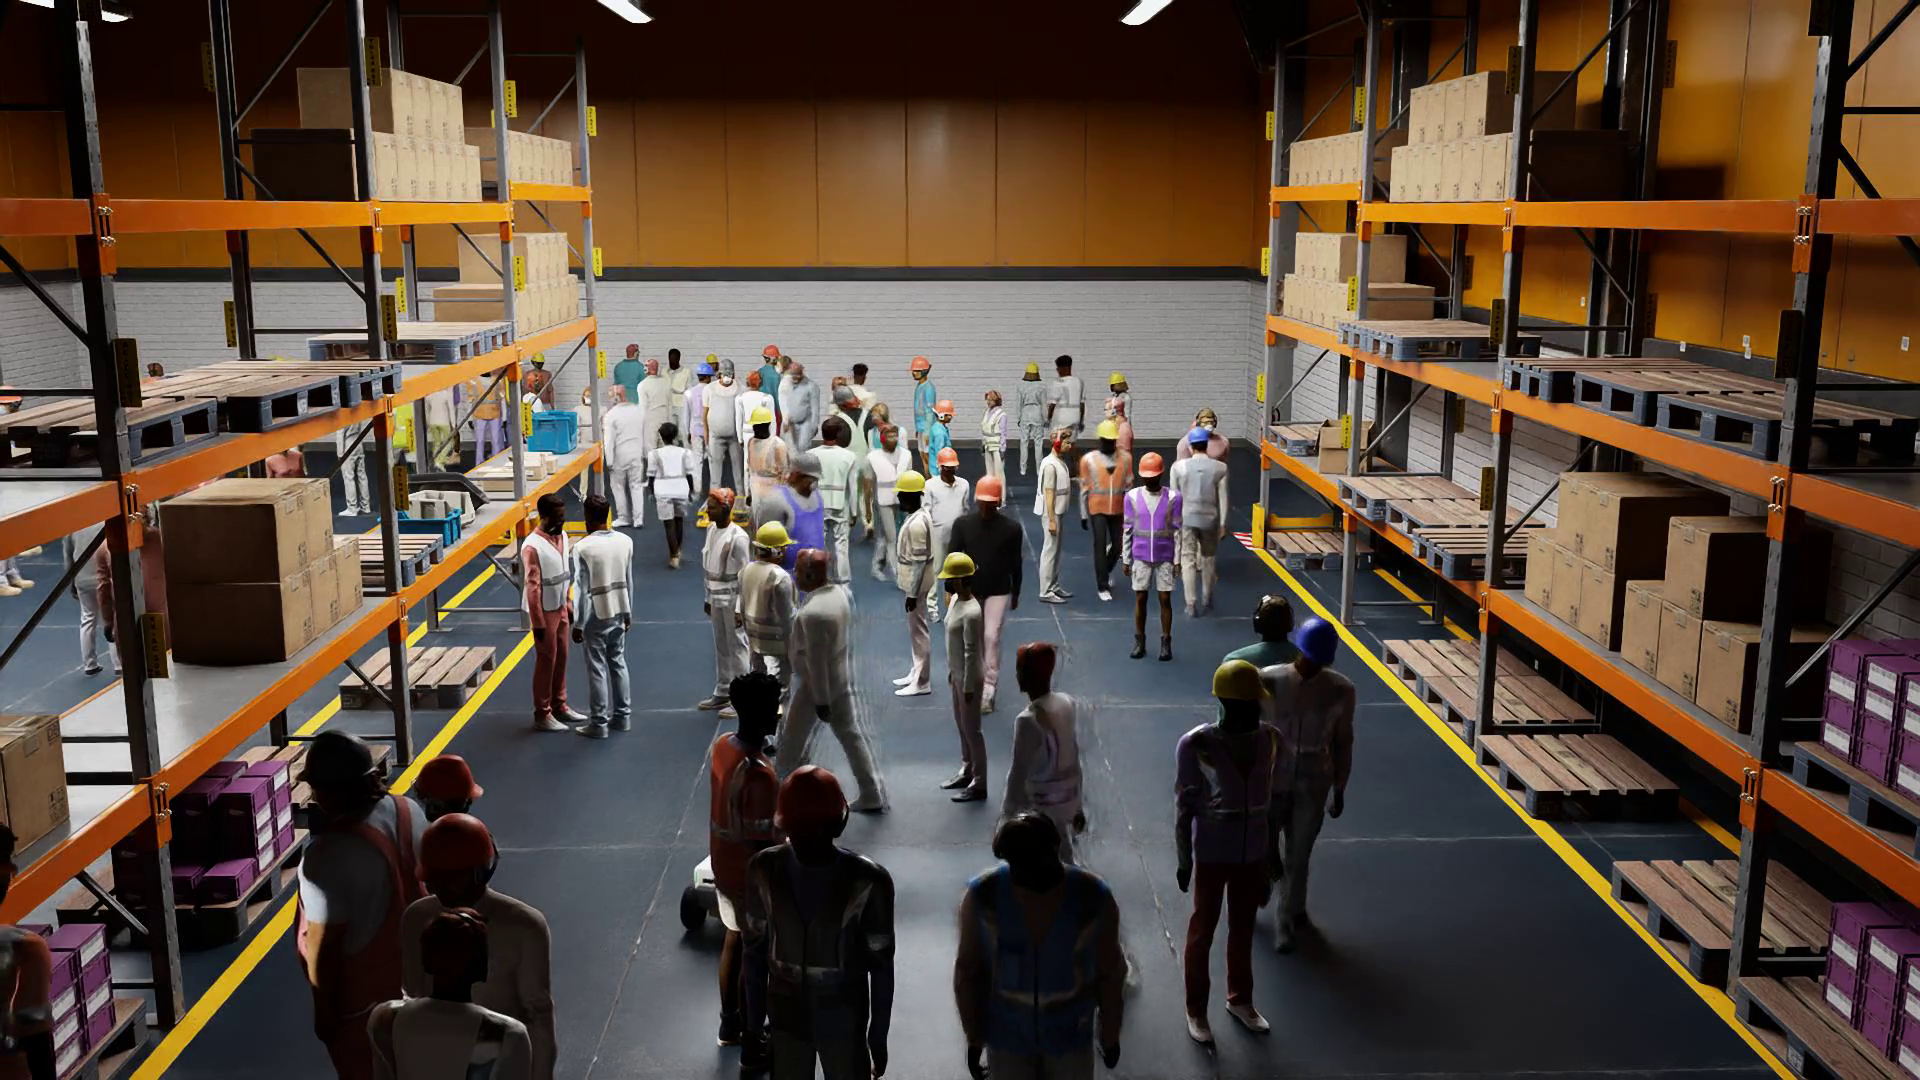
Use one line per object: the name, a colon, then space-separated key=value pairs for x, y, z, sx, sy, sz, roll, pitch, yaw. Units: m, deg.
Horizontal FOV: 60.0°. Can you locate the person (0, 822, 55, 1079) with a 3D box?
person: x=-3.510 y=1.981 z=5.920 sx=0.633 sy=1.950 sz=0.583 roll=2 pitch=11 yaw=8

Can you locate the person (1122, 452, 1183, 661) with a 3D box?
person: x=1.752 y=0.150 z=15.189 sx=0.549 sy=1.924 sz=0.388 roll=2 pitch=12 yaw=12

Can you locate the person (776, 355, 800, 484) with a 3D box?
person: x=-2.564 y=-1.811 z=25.000 sx=0.378 sy=1.930 sz=0.641 roll=0 pitch=11 yaw=-2

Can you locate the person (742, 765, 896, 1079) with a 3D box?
person: x=-0.551 y=1.843 z=6.387 sx=0.607 sy=2.044 sz=0.378 roll=3 pitch=12 yaw=13

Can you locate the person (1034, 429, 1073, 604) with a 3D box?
person: x=0.979 y=-0.254 z=17.427 sx=0.393 sy=1.836 sz=0.560 roll=3 pitch=12 yaw=14

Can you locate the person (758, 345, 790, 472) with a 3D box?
person: x=-2.945 y=-2.050 z=26.028 sx=0.381 sy=1.994 sz=0.619 roll=-9 pitch=14 yaw=-38

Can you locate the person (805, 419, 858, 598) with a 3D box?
person: x=-1.371 y=-0.324 z=17.608 sx=0.590 sy=1.908 sz=0.402 roll=1 pitch=11 yaw=3

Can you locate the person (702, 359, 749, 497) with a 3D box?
person: x=-3.279 y=-1.545 z=23.377 sx=0.680 sy=2.000 sz=0.535 roll=-1 pitch=11 yaw=-6

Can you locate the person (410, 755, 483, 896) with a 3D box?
person: x=-2.270 y=1.791 z=7.404 sx=0.364 sy=1.743 sz=0.569 roll=-1 pitch=11 yaw=-3

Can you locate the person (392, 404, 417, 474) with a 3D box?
person: x=-7.864 y=-1.370 z=23.505 sx=0.534 sy=1.644 sz=0.905 roll=-8 pitch=14 yaw=-33

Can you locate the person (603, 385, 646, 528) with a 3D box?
person: x=-4.310 y=-1.062 z=21.394 sx=0.573 sy=1.869 sz=0.701 roll=11 pitch=16 yaw=43

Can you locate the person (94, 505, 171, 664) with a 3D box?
person: x=-6.369 y=0.604 z=12.976 sx=0.637 sy=1.900 sz=0.398 roll=-5 pitch=12 yaw=-22

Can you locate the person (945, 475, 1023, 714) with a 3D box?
person: x=0.224 y=0.395 z=13.904 sx=0.608 sy=1.955 sz=1.009 roll=3 pitch=12 yaw=13

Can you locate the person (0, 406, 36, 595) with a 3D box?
person: x=-10.230 y=-0.434 z=17.806 sx=0.535 sy=2.000 sz=0.688 roll=-3 pitch=12 yaw=-12

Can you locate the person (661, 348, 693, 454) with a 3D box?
person: x=-4.499 y=-2.113 z=26.553 sx=0.600 sy=1.911 sz=0.384 roll=6 pitch=13 yaw=27

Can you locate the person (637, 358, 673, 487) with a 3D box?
person: x=-4.553 y=-1.739 z=24.691 sx=0.401 sy=1.907 sz=0.646 roll=8 pitch=14 yaw=36

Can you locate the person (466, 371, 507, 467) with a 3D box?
person: x=-7.240 y=-1.905 z=25.506 sx=0.601 sy=1.920 sz=0.405 roll=-5 pitch=12 yaw=-21

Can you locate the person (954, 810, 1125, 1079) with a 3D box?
person: x=0.304 y=1.942 z=6.472 sx=0.664 sy=1.818 sz=0.513 roll=1 pitch=11 yaw=6

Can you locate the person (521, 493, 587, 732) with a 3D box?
person: x=-3.247 y=0.564 z=13.146 sx=0.402 sy=1.909 sz=0.599 roll=2 pitch=12 yaw=12

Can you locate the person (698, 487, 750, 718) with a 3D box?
person: x=-1.906 y=0.503 z=13.510 sx=0.357 sy=1.883 sz=0.573 roll=-8 pitch=14 yaw=-36

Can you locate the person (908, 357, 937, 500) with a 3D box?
person: x=-0.531 y=-1.591 z=23.643 sx=0.420 sy=2.033 sz=0.608 roll=-3 pitch=12 yaw=-14

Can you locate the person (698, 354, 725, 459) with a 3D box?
person: x=-4.064 y=-2.189 z=27.355 sx=0.493 sy=1.743 sz=0.301 roll=1 pitch=11 yaw=3

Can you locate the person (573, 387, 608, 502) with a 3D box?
person: x=-5.190 y=-1.354 z=23.447 sx=0.498 sy=1.633 sz=0.284 roll=-3 pitch=12 yaw=-13

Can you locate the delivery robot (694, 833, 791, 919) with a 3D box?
delivery robot: x=-1.253 y=1.888 z=9.671 sx=0.477 sy=0.478 sz=0.707 roll=4 pitch=12 yaw=18

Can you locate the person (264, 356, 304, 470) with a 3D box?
person: x=-10.434 y=-1.833 z=25.214 sx=0.960 sy=1.881 sz=0.593 roll=-9 pitch=14 yaw=-38

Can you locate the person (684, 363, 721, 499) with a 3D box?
person: x=-3.603 y=-1.532 z=23.570 sx=0.602 sy=1.940 sz=0.402 roll=3 pitch=12 yaw=12

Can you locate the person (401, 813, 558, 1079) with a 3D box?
person: x=-1.763 y=1.935 z=6.077 sx=0.616 sy=1.986 sz=0.407 roll=3 pitch=12 yaw=14

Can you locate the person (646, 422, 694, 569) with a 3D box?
person: x=-3.368 y=-0.534 z=19.230 sx=0.540 sy=1.658 sz=0.810 roll=-5 pitch=13 yaw=-25

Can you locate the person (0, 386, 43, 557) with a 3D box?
person: x=-11.183 y=-0.815 z=19.752 sx=0.398 sy=2.039 sz=0.610 roll=-9 pitch=14 yaw=-37

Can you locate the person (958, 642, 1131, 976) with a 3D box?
person: x=0.474 y=1.459 z=8.867 sx=1.005 sy=1.832 sz=0.681 roll=5 pitch=12 yaw=25

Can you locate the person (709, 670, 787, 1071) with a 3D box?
person: x=-1.000 y=1.574 z=7.961 sx=0.370 sy=1.961 sz=0.607 roll=-6 pitch=13 yaw=-26

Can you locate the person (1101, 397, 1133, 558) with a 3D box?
person: x=1.830 y=-0.741 z=19.690 sx=0.402 sy=1.904 sz=0.652 roll=0 pitch=11 yaw=-1

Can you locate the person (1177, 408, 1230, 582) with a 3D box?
person: x=2.682 y=-0.492 z=18.353 sx=0.627 sy=1.940 sz=0.371 roll=-3 pitch=12 yaw=-16

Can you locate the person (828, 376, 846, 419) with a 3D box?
person: x=-1.805 y=-1.615 z=24.743 sx=0.310 sy=1.638 sz=0.522 roll=-5 pitch=12 yaw=-23

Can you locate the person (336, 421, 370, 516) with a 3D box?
person: x=-8.228 y=-1.192 z=22.385 sx=0.320 sy=1.738 sz=0.486 roll=4 pitch=12 yaw=18
